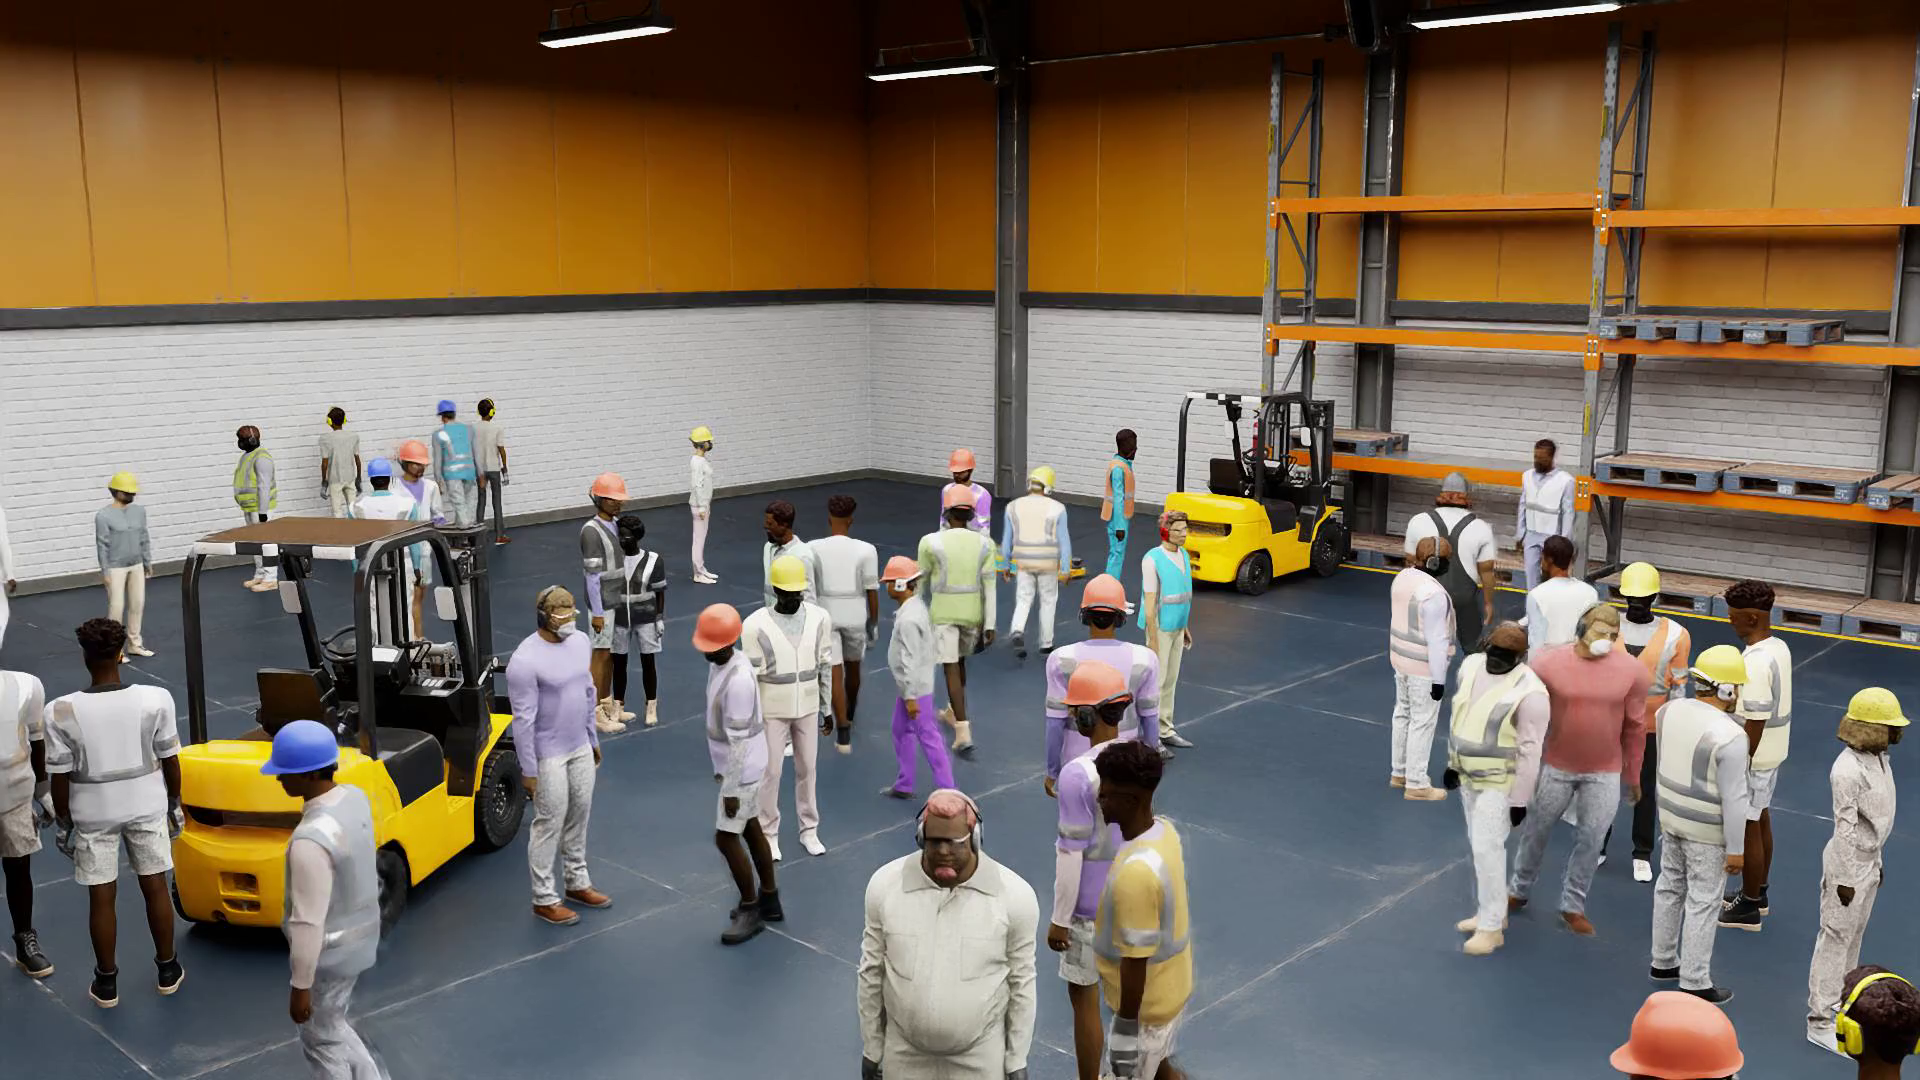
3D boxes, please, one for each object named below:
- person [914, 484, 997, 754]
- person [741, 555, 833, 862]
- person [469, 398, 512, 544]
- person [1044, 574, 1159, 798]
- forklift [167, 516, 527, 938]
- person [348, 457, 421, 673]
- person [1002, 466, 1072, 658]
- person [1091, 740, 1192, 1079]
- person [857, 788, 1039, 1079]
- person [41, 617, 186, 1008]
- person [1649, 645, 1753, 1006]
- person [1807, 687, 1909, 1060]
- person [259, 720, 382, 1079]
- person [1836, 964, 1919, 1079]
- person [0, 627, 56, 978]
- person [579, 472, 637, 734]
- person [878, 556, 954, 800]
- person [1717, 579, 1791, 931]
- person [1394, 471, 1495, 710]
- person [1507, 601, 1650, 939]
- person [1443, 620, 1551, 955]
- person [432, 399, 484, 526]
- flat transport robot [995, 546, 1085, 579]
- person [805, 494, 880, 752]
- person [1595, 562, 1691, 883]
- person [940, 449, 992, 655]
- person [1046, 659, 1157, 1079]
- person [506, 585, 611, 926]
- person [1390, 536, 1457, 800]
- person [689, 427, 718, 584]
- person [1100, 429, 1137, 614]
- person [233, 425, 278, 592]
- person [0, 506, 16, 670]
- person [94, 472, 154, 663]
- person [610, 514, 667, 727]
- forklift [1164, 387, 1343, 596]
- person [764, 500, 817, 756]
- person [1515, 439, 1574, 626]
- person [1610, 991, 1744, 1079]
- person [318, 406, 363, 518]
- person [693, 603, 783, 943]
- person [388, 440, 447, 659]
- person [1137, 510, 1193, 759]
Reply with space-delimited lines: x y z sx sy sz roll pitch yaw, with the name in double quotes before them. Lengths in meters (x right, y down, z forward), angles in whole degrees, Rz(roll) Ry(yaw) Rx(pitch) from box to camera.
"person" -0.012 0.581 12.615 0.628 1.988 1.078 -4 11 -20
"person" -1.049 1.031 10.240 0.581 1.918 0.399 -5 11 -28
"person" -6.009 -0.871 21.193 0.538 1.869 0.312 1 10 6
"person" 0.755 1.192 8.954 0.615 2.040 0.391 0 10 -3
"forklift" -3.583 0.976 9.748 1.214 2.155 2.313 2 10 11
"person" -5.064 0.239 14.686 0.605 1.939 0.416 -2 10 -13
"person" 0.678 0.225 15.170 0.635 1.797 0.635 3 11 18
"person" 0.724 1.709 6.274 0.566 1.961 0.683 3 10 15
"person" -0.051 1.800 5.879 0.643 1.908 0.411 1 10 7
"person" -4.193 1.346 8.290 0.606 1.966 0.367 -6 12 -30
"person" 3.705 1.417 8.312 0.403 1.821 0.600 -2 10 -13
"person" 4.230 1.540 7.823 0.294 1.744 0.486 9 14 43
"person" -2.546 1.644 6.706 0.432 1.923 0.646 0 10 -2
"person" 2.430 2.064 4.518 0.510 1.861 0.324 -2 10 -11
"person" -4.942 1.315 8.475 0.370 1.963 0.608 10 14 44
"person" -2.733 0.481 13.004 0.387 2.039 0.615 1 10 6
"person" -0.281 0.968 11.197 0.536 1.716 0.601 0 10 0
"person" 4.376 1.182 9.245 0.391 1.957 0.614 7 12 36
"person" 4.017 0.404 13.447 0.853 2.000 0.573 3 10 17
"person" 3.349 1.240 9.124 0.758 1.903 0.480 3 10 17
"person" 2.873 1.306 9.010 0.432 1.822 0.644 -3 10 -16
"person" -6.276 -0.802 20.753 0.684 1.925 0.638 8 13 37
"flat transport robot" 0.707 0.255 19.328 0.652 0.197 1.431 -10 14 -44
"person" -0.932 0.592 12.733 0.607 1.904 1.008 -2 10 -9
"person" 4.009 1.077 9.935 0.585 1.927 0.366 5 11 27
"person" 0.028 0.107 15.467 0.547 1.929 0.387 8 13 38
"person" 0.588 1.516 7.165 0.407 2.029 0.612 8 13 40
"person" -2.252 1.188 9.306 0.367 1.927 0.639 5 11 25
"person" 3.170 0.873 11.387 0.429 1.831 0.635 -2 10 -10
"person" -2.900 -0.397 18.776 0.306 1.772 0.525 -1 10 -4
"person" 1.644 -0.201 17.242 0.371 1.915 0.595 1 10 8
"person" -7.776 -0.357 18.374 0.430 1.836 0.626 -8 13 -39
"person" -8.526 0.319 14.388 0.611 1.873 0.445 -4 11 -20
"person" -7.607 0.245 15.178 0.385 1.750 0.534 5 11 25
"person" -2.576 0.632 13.117 0.536 1.699 0.322 0 10 1
"forklift" 3.298 -0.608 18.767 1.214 2.155 2.313 9 13 42
"person" -1.272 0.644 12.434 0.396 1.917 0.590 -7 12 -36
"person" 5.748 -0.043 16.382 0.423 1.907 0.616 -6 12 -32
"person" 1.831 2.073 4.273 0.390 1.925 0.550 6 11 29
"person" -7.495 -0.688 20.148 0.511 1.872 0.328 -9 13 -41
"person" -1.219 1.240 9.085 0.458 1.902 0.593 -2 10 -10
"person" -4.879 0.110 15.163 0.794 2.020 0.643 6 12 32
"person" 1.533 0.682 12.412 0.388 1.847 0.564 7 12 34
